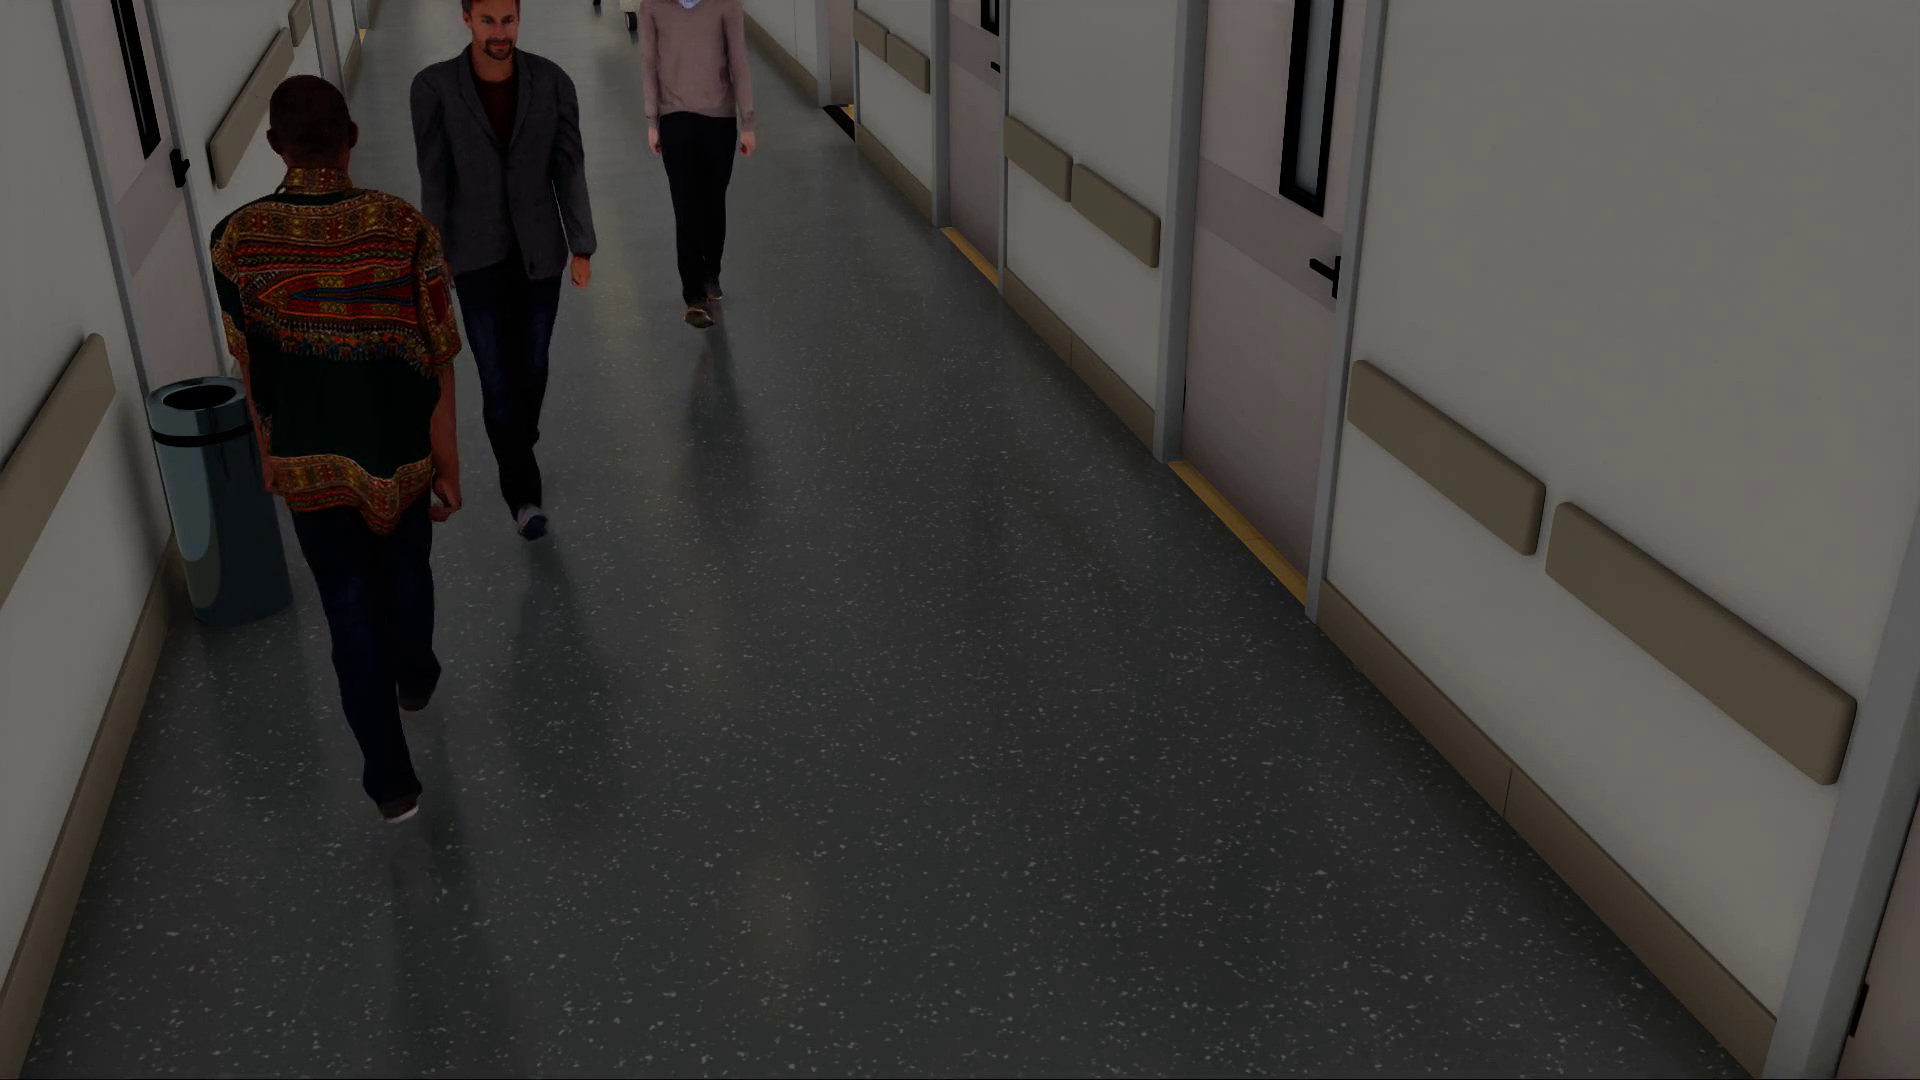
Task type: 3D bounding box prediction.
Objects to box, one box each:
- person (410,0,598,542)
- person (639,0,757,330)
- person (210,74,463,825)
[{"bbox_3d":[-1.543,-0.959,5.648,1.191,1.806,0.918,-11,28,-22],"label":"person"},{"bbox_3d":[-1.194,-1.904,7.661,1.146,1.760,0.832,-3,26,-6],"label":"person"},{"bbox_3d":[-1.455,-0.163,3.992,1.145,1.770,0.810,-9,27,-18],"label":"person"}]
